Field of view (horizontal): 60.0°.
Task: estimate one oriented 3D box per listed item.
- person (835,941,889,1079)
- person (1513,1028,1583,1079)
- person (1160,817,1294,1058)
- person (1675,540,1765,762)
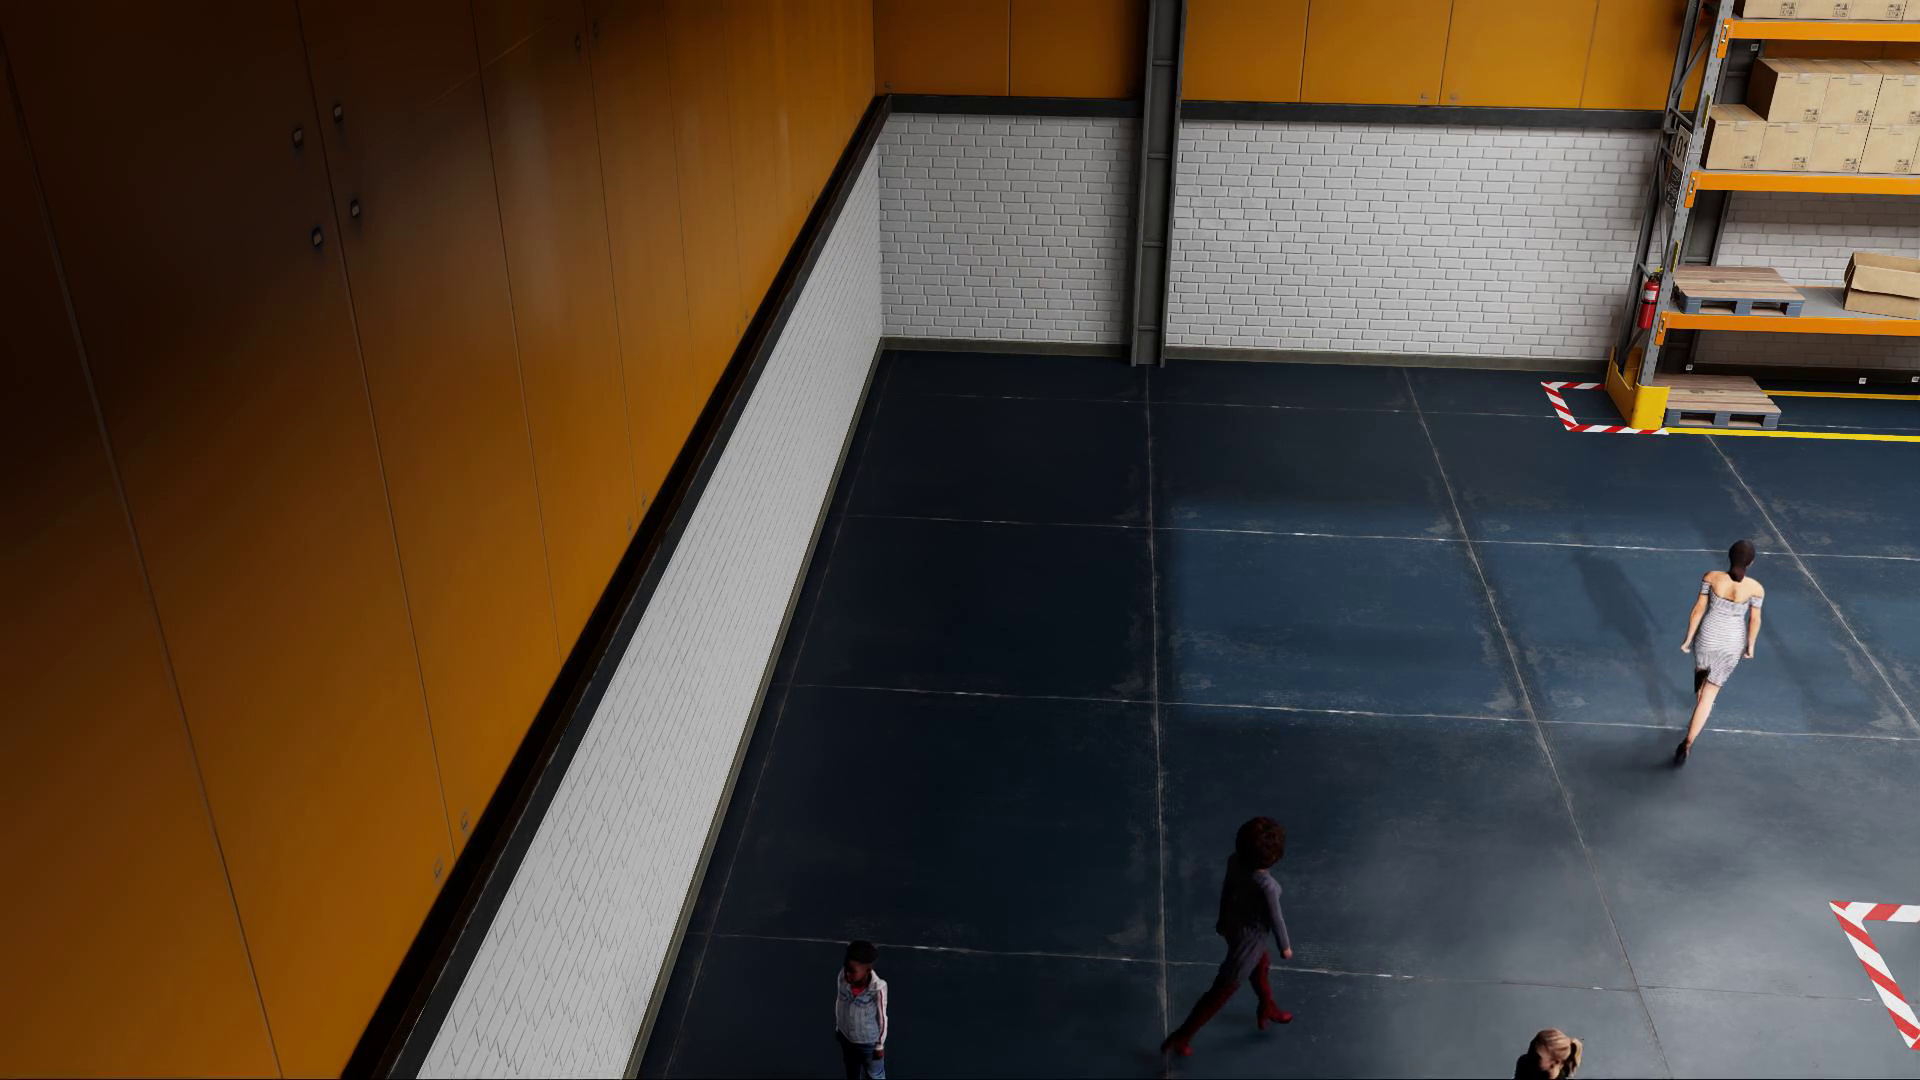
[{"bbox_3d":[-0.550,2.773,9.441,0.539,1.260,0.622,18,34,30],"label":"person"},{"bbox_3d":[2.942,3.113,8.366,0.744,1.694,0.731,-7,29,-13],"label":"person"},{"bbox_3d":[1.588,2.385,9.729,1.225,1.667,0.914,-11,30,-19],"label":"person"},{"bbox_3d":[5.619,0.865,12.402,1.129,1.776,1.060,20,34,32],"label":"person"}]
